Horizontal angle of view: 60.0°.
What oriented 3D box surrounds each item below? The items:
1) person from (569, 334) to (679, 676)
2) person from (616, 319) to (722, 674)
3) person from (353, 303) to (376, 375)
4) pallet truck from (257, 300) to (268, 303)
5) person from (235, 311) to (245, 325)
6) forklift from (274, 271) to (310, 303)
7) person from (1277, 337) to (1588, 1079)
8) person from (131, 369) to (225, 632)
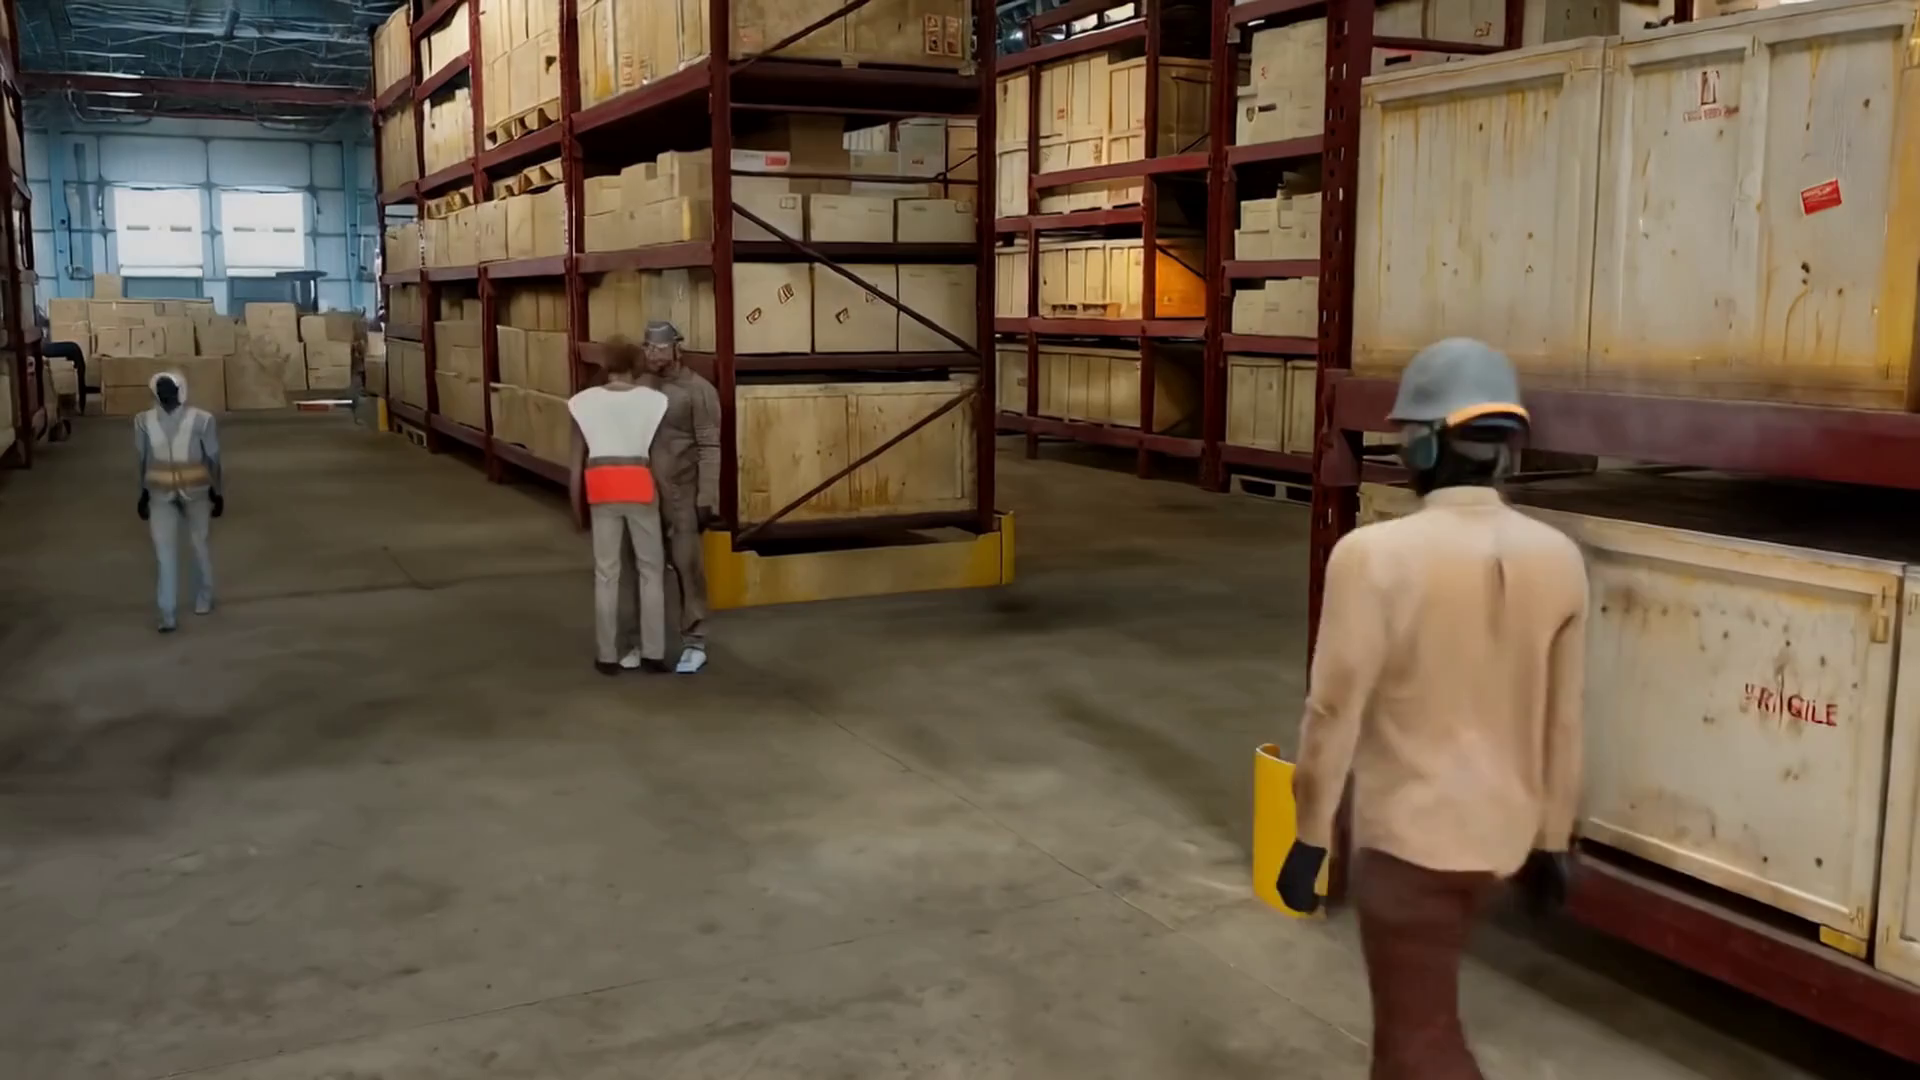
[{"bbox_3d":[-1.793,-0.175,8.924,0.585,1.842,0.417,-1,8,-4],"label":"person"},{"bbox_3d":[-1.611,-0.234,9.025,0.641,1.913,0.407,3,9,21],"label":"person"},{"bbox_3d":[-15.619,-5.284,43.886,0.944,1.894,0.654,3,9,19],"label":"person"},{"bbox_3d":[-23.913,-7.404,58.171,1.885,1.965,0.823,-1,8,-9],"label":"pallet truck"},{"bbox_3d":[-24.478,-6.973,56.442,0.528,1.624,0.401,-4,9,-25],"label":"person"},{"bbox_3d":[-19.394,-6.432,48.444,1.873,2.768,1.129,6,10,35],"label":"forklift"},{"bbox_3d":[1.003,0.579,3.297,0.603,1.957,0.956,-4,9,-28],"label":"person"},{"bbox_3d":[-4.869,-0.275,10.393,0.529,1.595,0.847,-2,9,-15],"label":"person"}]
